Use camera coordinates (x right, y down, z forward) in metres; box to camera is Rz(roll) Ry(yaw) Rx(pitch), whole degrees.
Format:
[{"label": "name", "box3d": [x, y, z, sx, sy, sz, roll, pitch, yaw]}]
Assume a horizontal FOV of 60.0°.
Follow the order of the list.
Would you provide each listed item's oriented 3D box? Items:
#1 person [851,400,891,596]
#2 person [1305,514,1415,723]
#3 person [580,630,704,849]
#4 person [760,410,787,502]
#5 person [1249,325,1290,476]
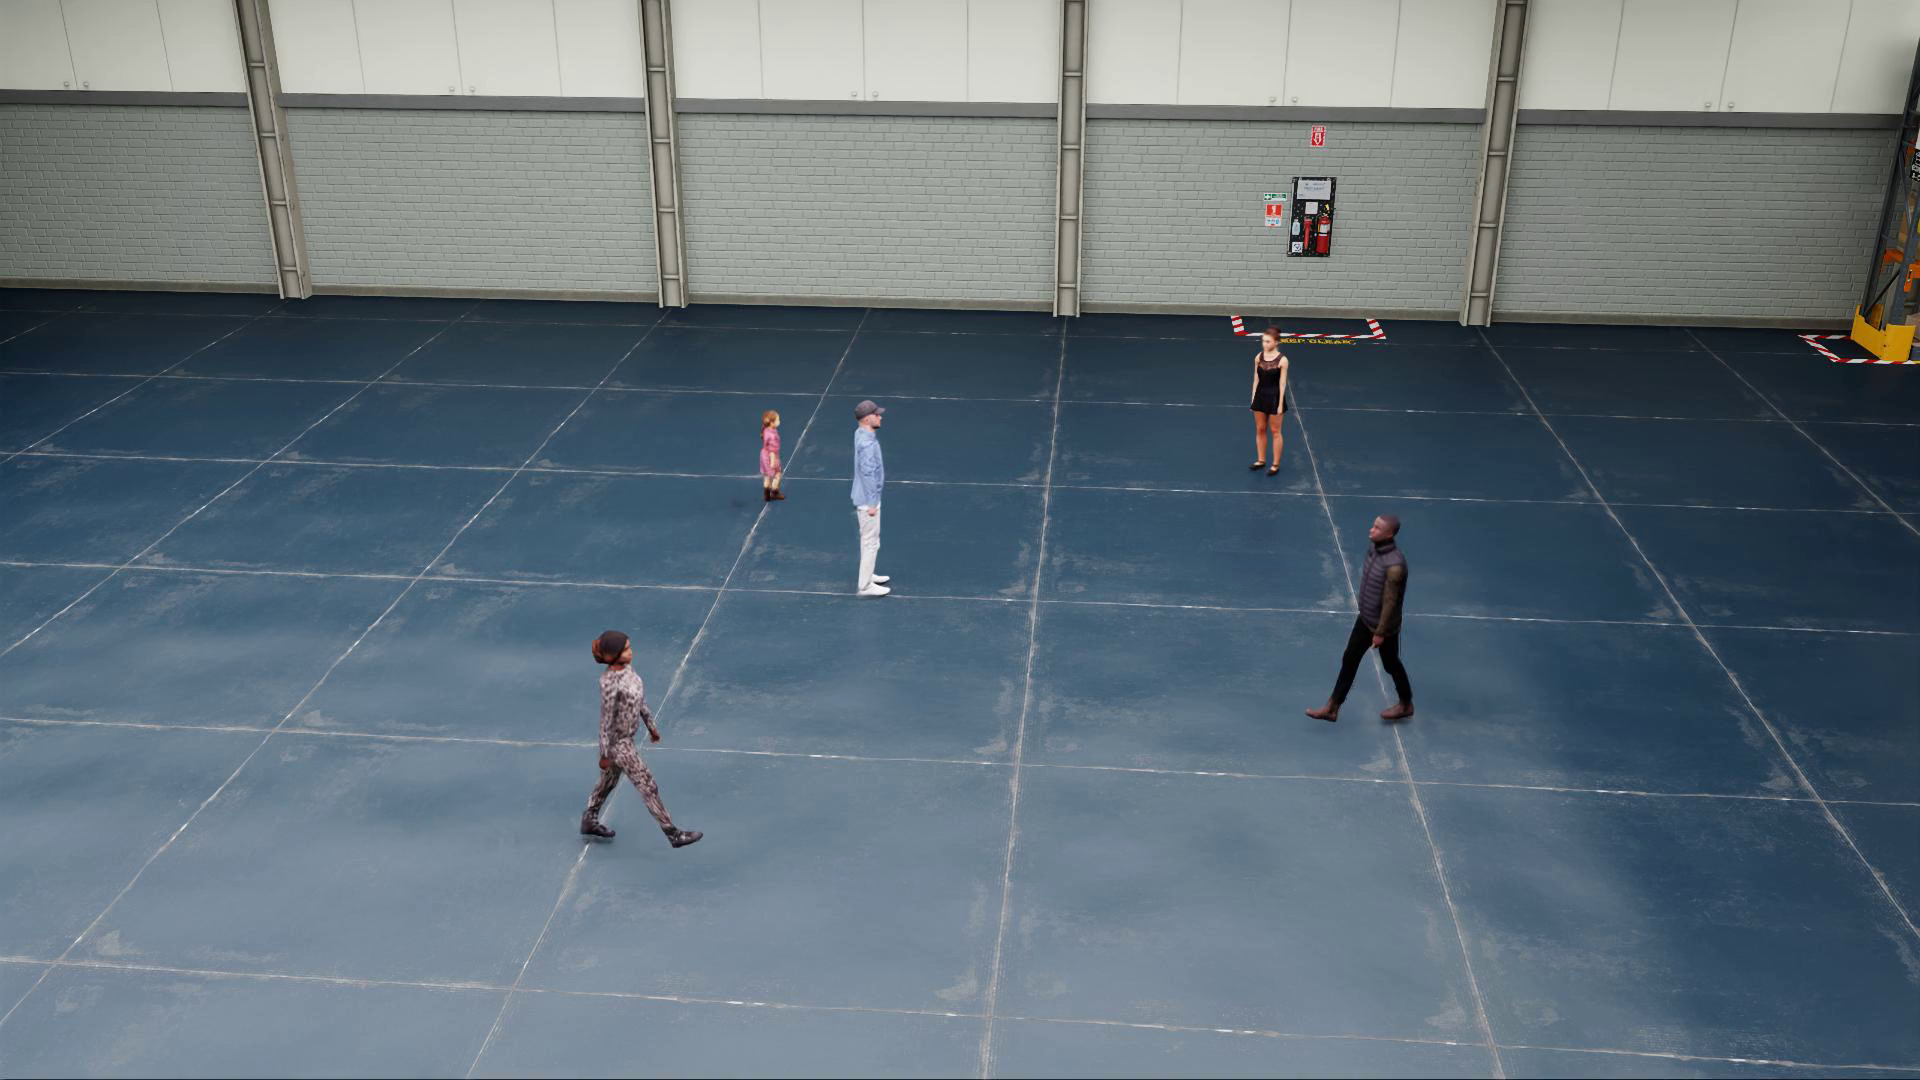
[{"label": "person", "box3d": [-0.861, -0.410, 15.544, 0.672, 1.887, 0.700, -4, 23, -10]}, {"label": "person", "box3d": [3.392, 0.664, 13.145, 1.243, 1.789, 0.943, -5, 23, -11]}, {"label": "person", "box3d": [-2.433, 1.411, 11.554, 1.169, 1.660, 0.638, 4, 23, 9]}, {"label": "person", "box3d": [-2.075, -0.897, 17.807, 0.561, 1.013, 0.509, -12, 26, -26]}, {"label": "person", "box3d": [3.457, -1.569, 18.535, 0.673, 1.681, 0.752, 19, 30, 38]}]
